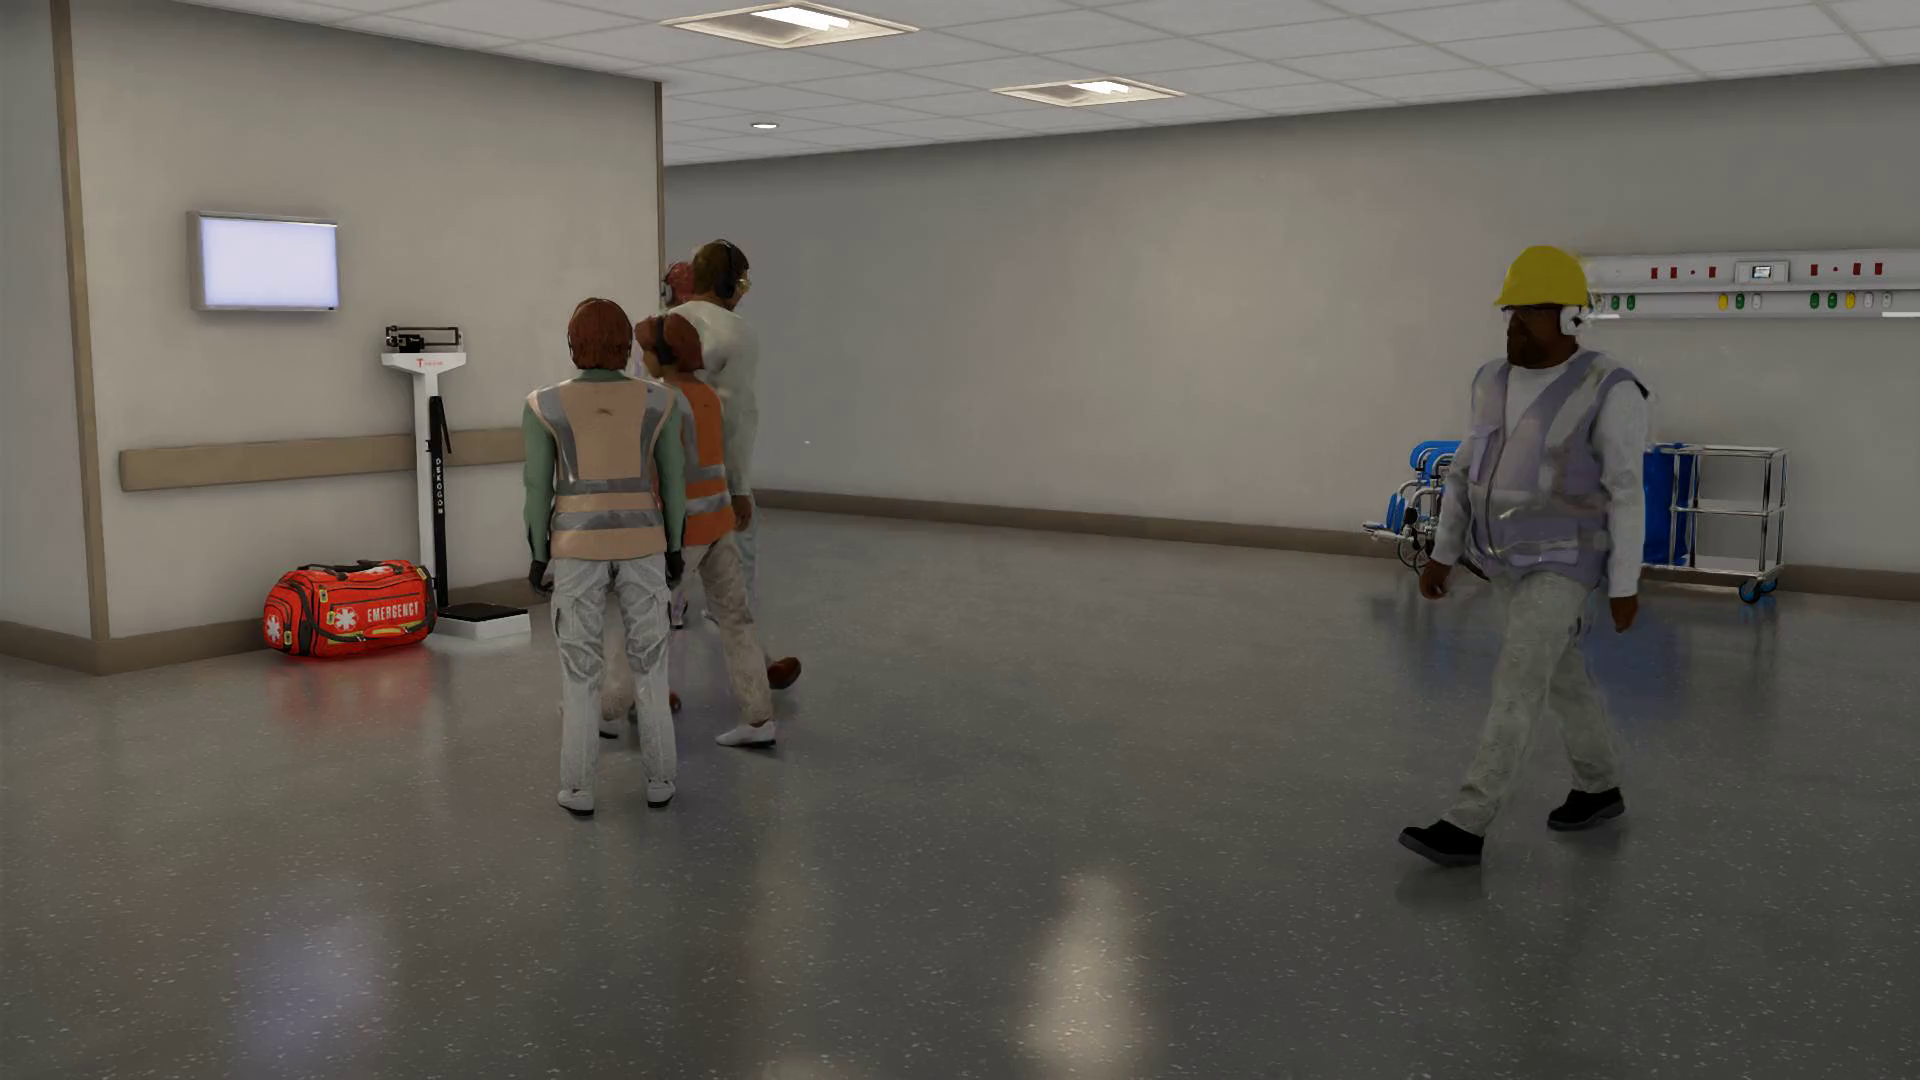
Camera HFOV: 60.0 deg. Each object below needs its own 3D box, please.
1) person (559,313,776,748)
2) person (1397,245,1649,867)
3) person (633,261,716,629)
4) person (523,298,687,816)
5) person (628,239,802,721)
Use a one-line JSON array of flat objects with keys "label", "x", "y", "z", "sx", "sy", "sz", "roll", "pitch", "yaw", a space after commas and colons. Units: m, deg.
[{"label": "person", "x": -1.059, "y": -0.025, "z": 6.110, "sx": 0.863, "sy": 1.588, "sz": 0.552, "roll": 2, "pitch": 7, "yaw": 18}, {"label": "person", "x": 1.690, "y": 0.042, "z": 4.886, "sx": 0.975, "sy": 1.784, "sz": 0.589, "roll": -3, "pitch": 8, "yaw": -24}, {"label": "person", "x": -1.426, "y": -0.490, "z": 8.669, "sx": 0.651, "sy": 1.904, "sz": 0.399, "roll": -6, "pitch": 9, "yaw": -38}, {"label": "person", "x": -1.120, "y": 0.057, "z": 5.290, "sx": 0.511, "sy": 1.641, "sz": 0.309, "roll": -2, "pitch": 8, "yaw": -19}, {"label": "person", "x": -1.014, "y": -0.248, "z": 6.719, "sx": 0.759, "sy": 1.884, "sz": 0.959, "roll": 5, "pitch": 9, "yaw": 36}]
